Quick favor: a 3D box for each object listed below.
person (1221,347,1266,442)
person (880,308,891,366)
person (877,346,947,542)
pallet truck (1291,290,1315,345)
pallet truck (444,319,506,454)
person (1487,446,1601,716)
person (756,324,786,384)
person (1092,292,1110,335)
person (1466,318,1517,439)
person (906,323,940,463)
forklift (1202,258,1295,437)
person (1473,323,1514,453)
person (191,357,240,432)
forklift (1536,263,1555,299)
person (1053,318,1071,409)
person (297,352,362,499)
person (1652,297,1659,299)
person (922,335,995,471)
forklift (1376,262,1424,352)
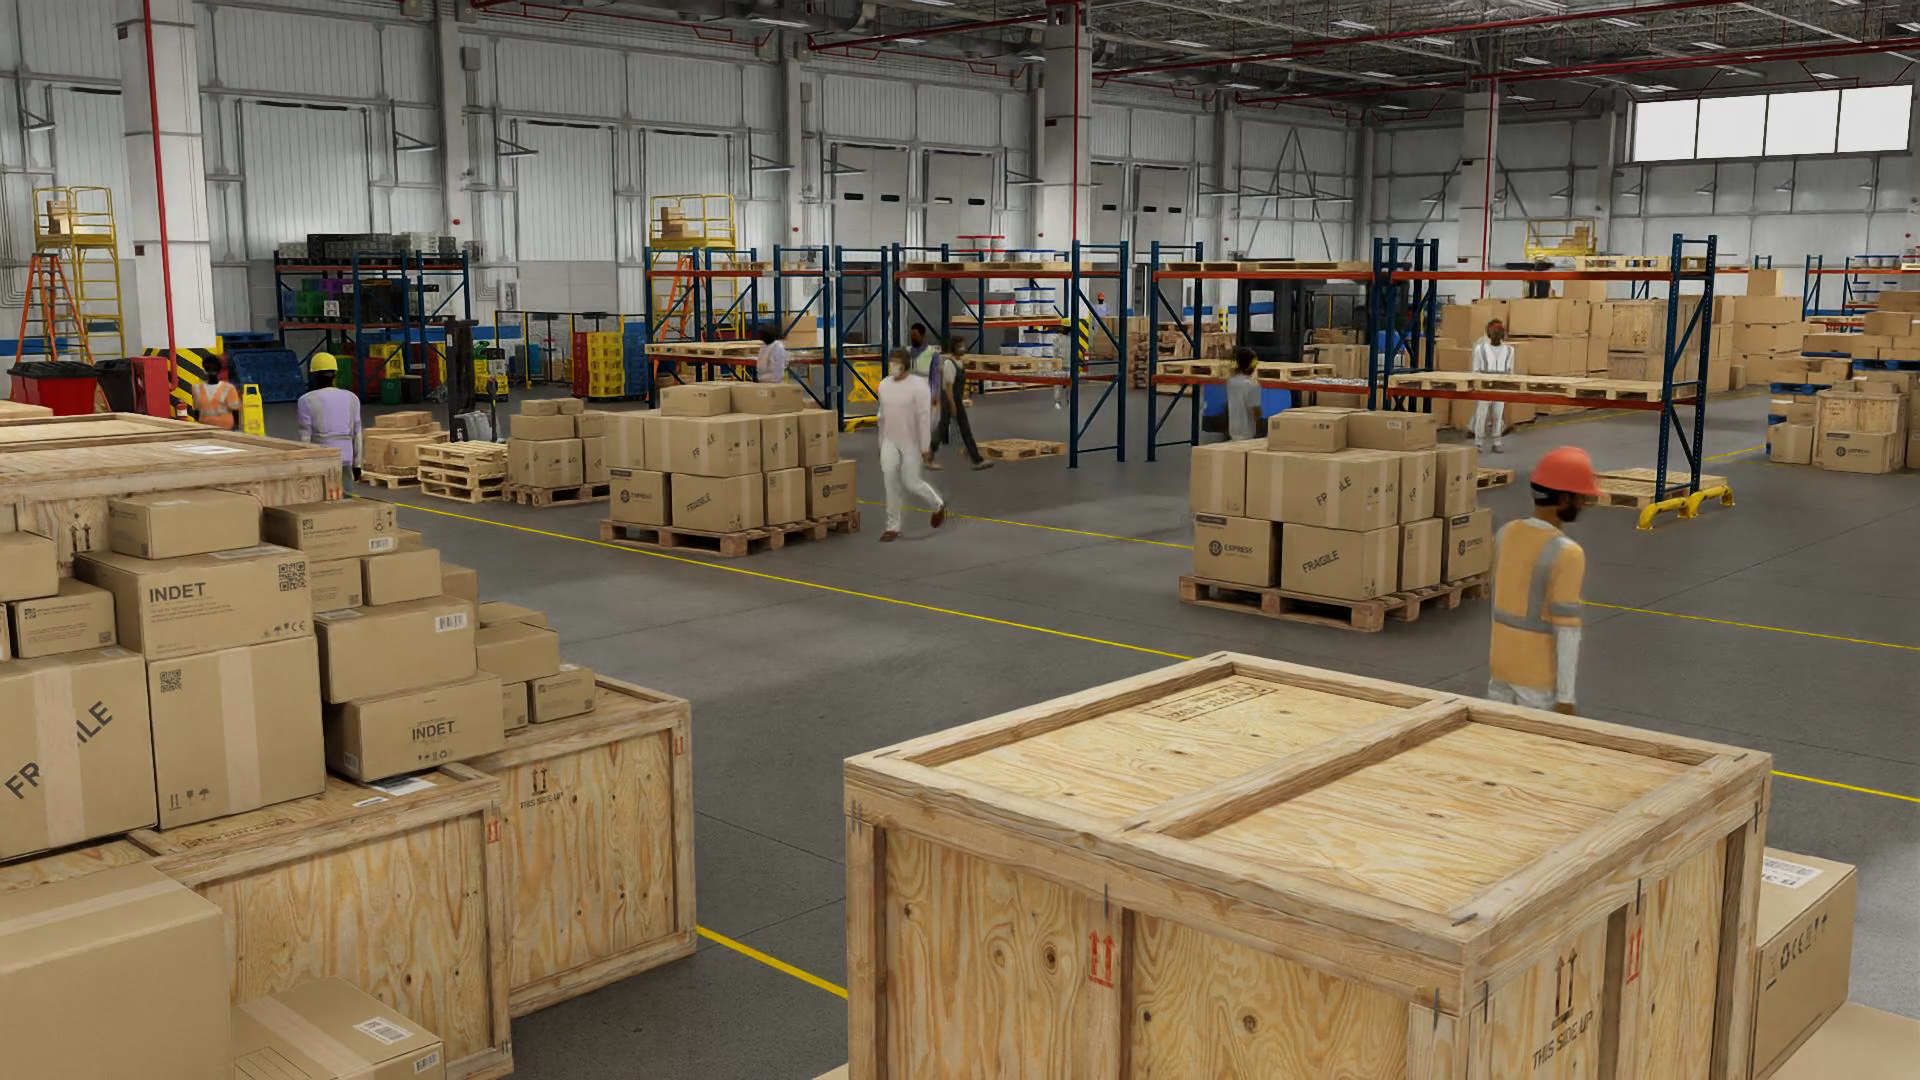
[{"bbox_3d":[2.939,-1.084,17.321,0.481,1.852,0.537,-5,10,-27],"label":"person"},{"bbox_3d":[-1.980,-5.343,44.128,0.314,1.634,0.515,1,9,6],"label":"person"},{"bbox_3d":[-0.494,-0.953,16.334,0.635,1.921,0.741,7,12,37],"label":"person"},{"bbox_3d":[11.297,-6.951,52.861,1.885,1.965,0.823,-5,11,-29],"label":"pallet truck"},{"bbox_3d":[-6.981,-1.942,22.150,1.885,1.965,0.823,1,9,9],"label":"pallet truck"},{"bbox_3d":[2.456,0.553,7.087,0.418,1.924,0.543,-3,10,-17],"label":"person"},{"bbox_3d":[-2.906,-2.340,25.126,0.561,1.818,0.646,-6,11,-34],"label":"person"},{"bbox_3d":[4.359,-6.689,51.474,0.546,1.929,0.387,1,9,5],"label":"person"},{"bbox_3d":[8.371,-2.525,26.087,1.041,1.882,0.655,-4,10,-23],"label":"person"},{"bbox_3d":[-0.542,-2.022,22.887,0.597,1.916,0.371,7,11,35],"label":"person"},{"bbox_3d":[4.848,-3.125,26.705,1.129,2.768,1.873,9,13,43],"label":"forklift"},{"bbox_3d":[7.686,-2.188,24.008,0.584,1.882,0.337,0,9,3],"label":"person"},{"bbox_3d":[-8.466,-1.241,18.946,0.542,1.685,0.738,-1,9,-5],"label":"person"},{"bbox_3d":[16.115,-6.271,45.992,1.873,2.768,1.129,3,10,17],"label":"forklift"},{"bbox_3d":[1.994,-3.334,31.491,0.485,1.738,0.320,-2,10,-13],"label":"person"},{"bbox_3d":[-5.602,-0.702,14.793,0.400,1.922,0.592,7,12,36],"label":"person"},{"bbox_3d":[18.192,-5.399,43.556,0.629,1.932,0.360,-7,11,-36],"label":"person"},{"bbox_3d":[-0.064,-1.782,21.806,0.996,1.789,0.545,4,10,22],"label":"person"},{"bbox_3d":[10.939,-5.655,42.217,1.129,2.768,1.873,-2,9,-12],"label":"forklift"}]
